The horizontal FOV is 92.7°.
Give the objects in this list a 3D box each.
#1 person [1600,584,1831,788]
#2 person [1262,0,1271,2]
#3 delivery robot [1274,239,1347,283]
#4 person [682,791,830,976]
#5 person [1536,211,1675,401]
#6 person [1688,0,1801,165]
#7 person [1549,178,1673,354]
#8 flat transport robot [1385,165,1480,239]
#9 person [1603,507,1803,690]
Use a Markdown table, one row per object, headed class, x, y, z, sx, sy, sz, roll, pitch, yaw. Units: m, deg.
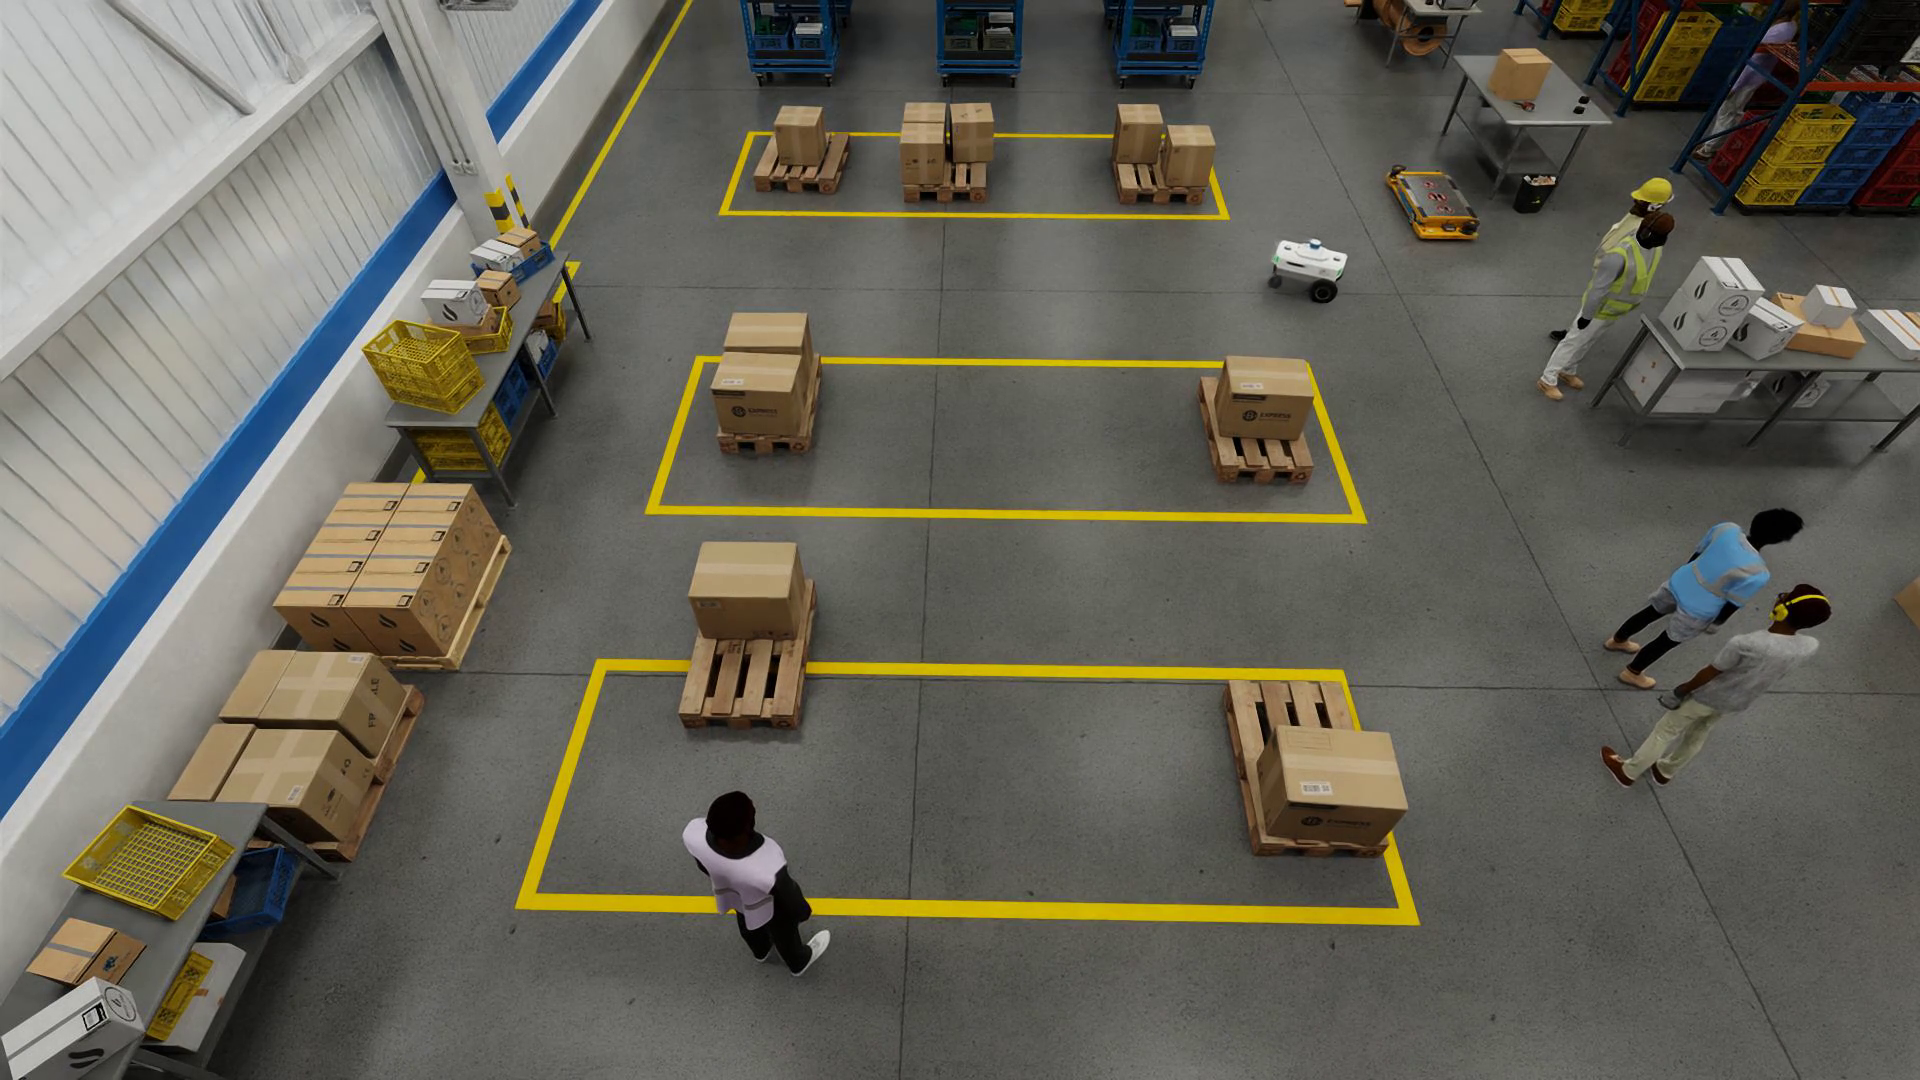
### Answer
| class | x | y | z | sx | sy | sz | roll | pitch | yaw |
| --- | --- | --- | --- | --- | --- | --- | --- | --- | --- |
| person | 4.650 | 0.950 | 5.654 | 0.515 | 1.862 | 0.355 | -1 | 49 | 0 |
| person | 5.274 | -9.854 | 15.156 | 0.533 | 1.630 | 0.320 | -35 | 58 | -27 |
| delivery robot | 3.759 | -2.992 | 9.859 | 0.707 | 0.478 | 0.477 | 19 | 52 | 15 |
| person | -1.068 | 1.852 | 4.830 | 0.587 | 1.920 | 0.390 | 19 | 52 | 16 |
| person | 5.862 | -2.112 | 8.312 | 0.629 | 1.843 | 0.429 | -24 | 53 | -19 |
| person | 9.708 | -5.653 | 11.314 | 0.634 | 1.936 | 0.351 | -28 | 55 | -22 |
| person | 6.188 | -2.561 | 8.716 | 0.403 | 1.822 | 0.591 | 16 | 51 | 13 |
| flat transport robot | 5.692 | -4.094 | 11.059 | 0.652 | 0.197 | 1.431 | 1 | 49 | 1 |
| person | 5.024 | 0.387 | 6.251 | 0.323 | 1.691 | 0.536 | 4 | 49 | 3 |
